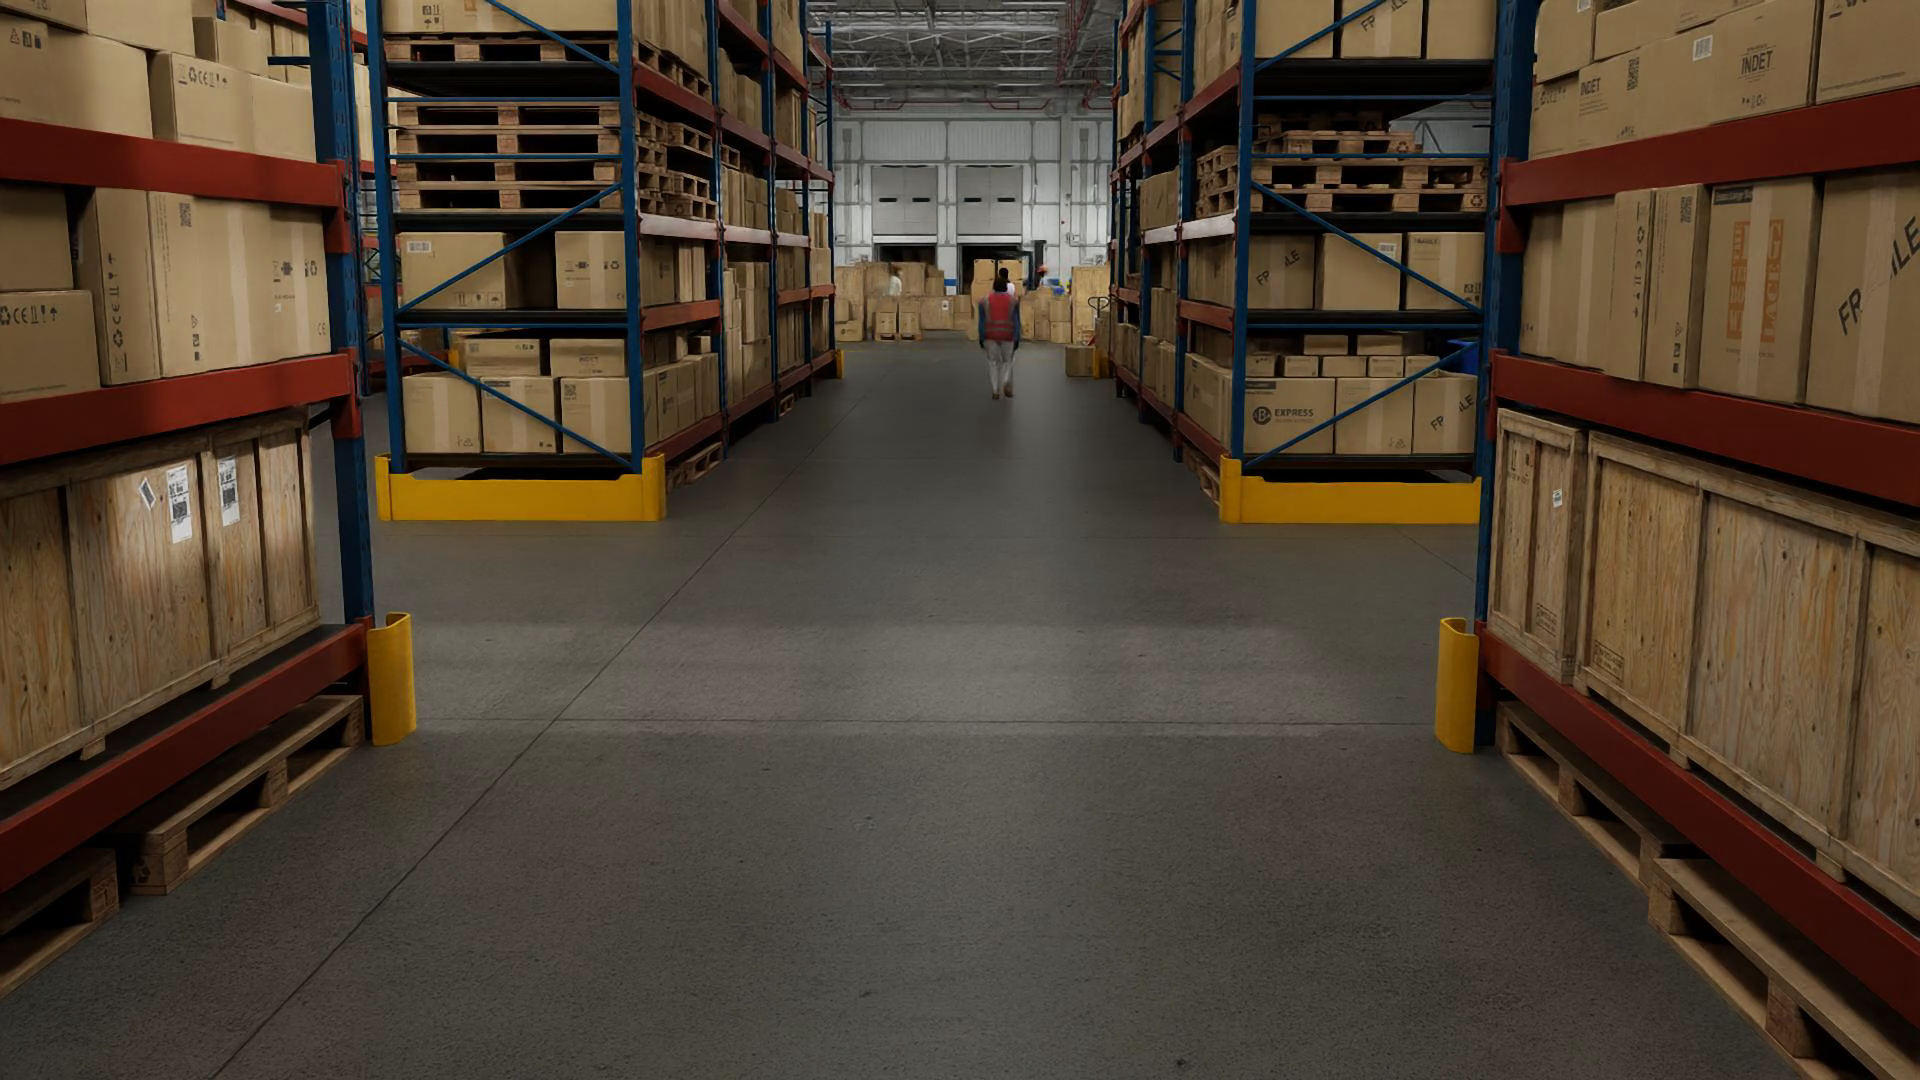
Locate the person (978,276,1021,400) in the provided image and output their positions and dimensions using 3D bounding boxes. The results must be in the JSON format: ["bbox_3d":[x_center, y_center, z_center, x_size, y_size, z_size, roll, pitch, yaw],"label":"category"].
[{"bbox_3d":[0.586,-3.005,24.768,0.630,1.814,0.816,0,9,2],"label":"person"}]

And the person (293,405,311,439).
[{"bbox_3d":[-7.289,-1.765,17.992,0.514,1.592,0.857,2,10,13],"label":"person"}]

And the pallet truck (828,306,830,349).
[{"bbox_3d":[-3.100,-3.940,29.800,1.885,1.965,0.823,3,10,19],"label":"pallet truck"}]

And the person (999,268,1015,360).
[{"bbox_3d":[0.948,-4.663,34.377,0.370,1.915,0.597,5,11,27],"label":"person"}]

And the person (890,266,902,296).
[{"bbox_3d":[-1.853,-6.762,46.944,0.526,1.925,0.630,1,10,5],"label":"person"}]

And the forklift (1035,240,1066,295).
[{"bbox_3d":[2.884,-9.440,60.107,1.873,2.768,1.129,0,9,3],"label":"forklift"}]

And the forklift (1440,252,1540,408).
[{"bbox_3d":[6.445,-2.804,20.358,1.129,2.768,1.873,0,9,1],"label":"forklift"}]

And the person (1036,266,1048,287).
[{"bbox_3d":[2.812,-8.069,54.775,0.611,1.917,0.554,-2,10,-14],"label":"person"}]
